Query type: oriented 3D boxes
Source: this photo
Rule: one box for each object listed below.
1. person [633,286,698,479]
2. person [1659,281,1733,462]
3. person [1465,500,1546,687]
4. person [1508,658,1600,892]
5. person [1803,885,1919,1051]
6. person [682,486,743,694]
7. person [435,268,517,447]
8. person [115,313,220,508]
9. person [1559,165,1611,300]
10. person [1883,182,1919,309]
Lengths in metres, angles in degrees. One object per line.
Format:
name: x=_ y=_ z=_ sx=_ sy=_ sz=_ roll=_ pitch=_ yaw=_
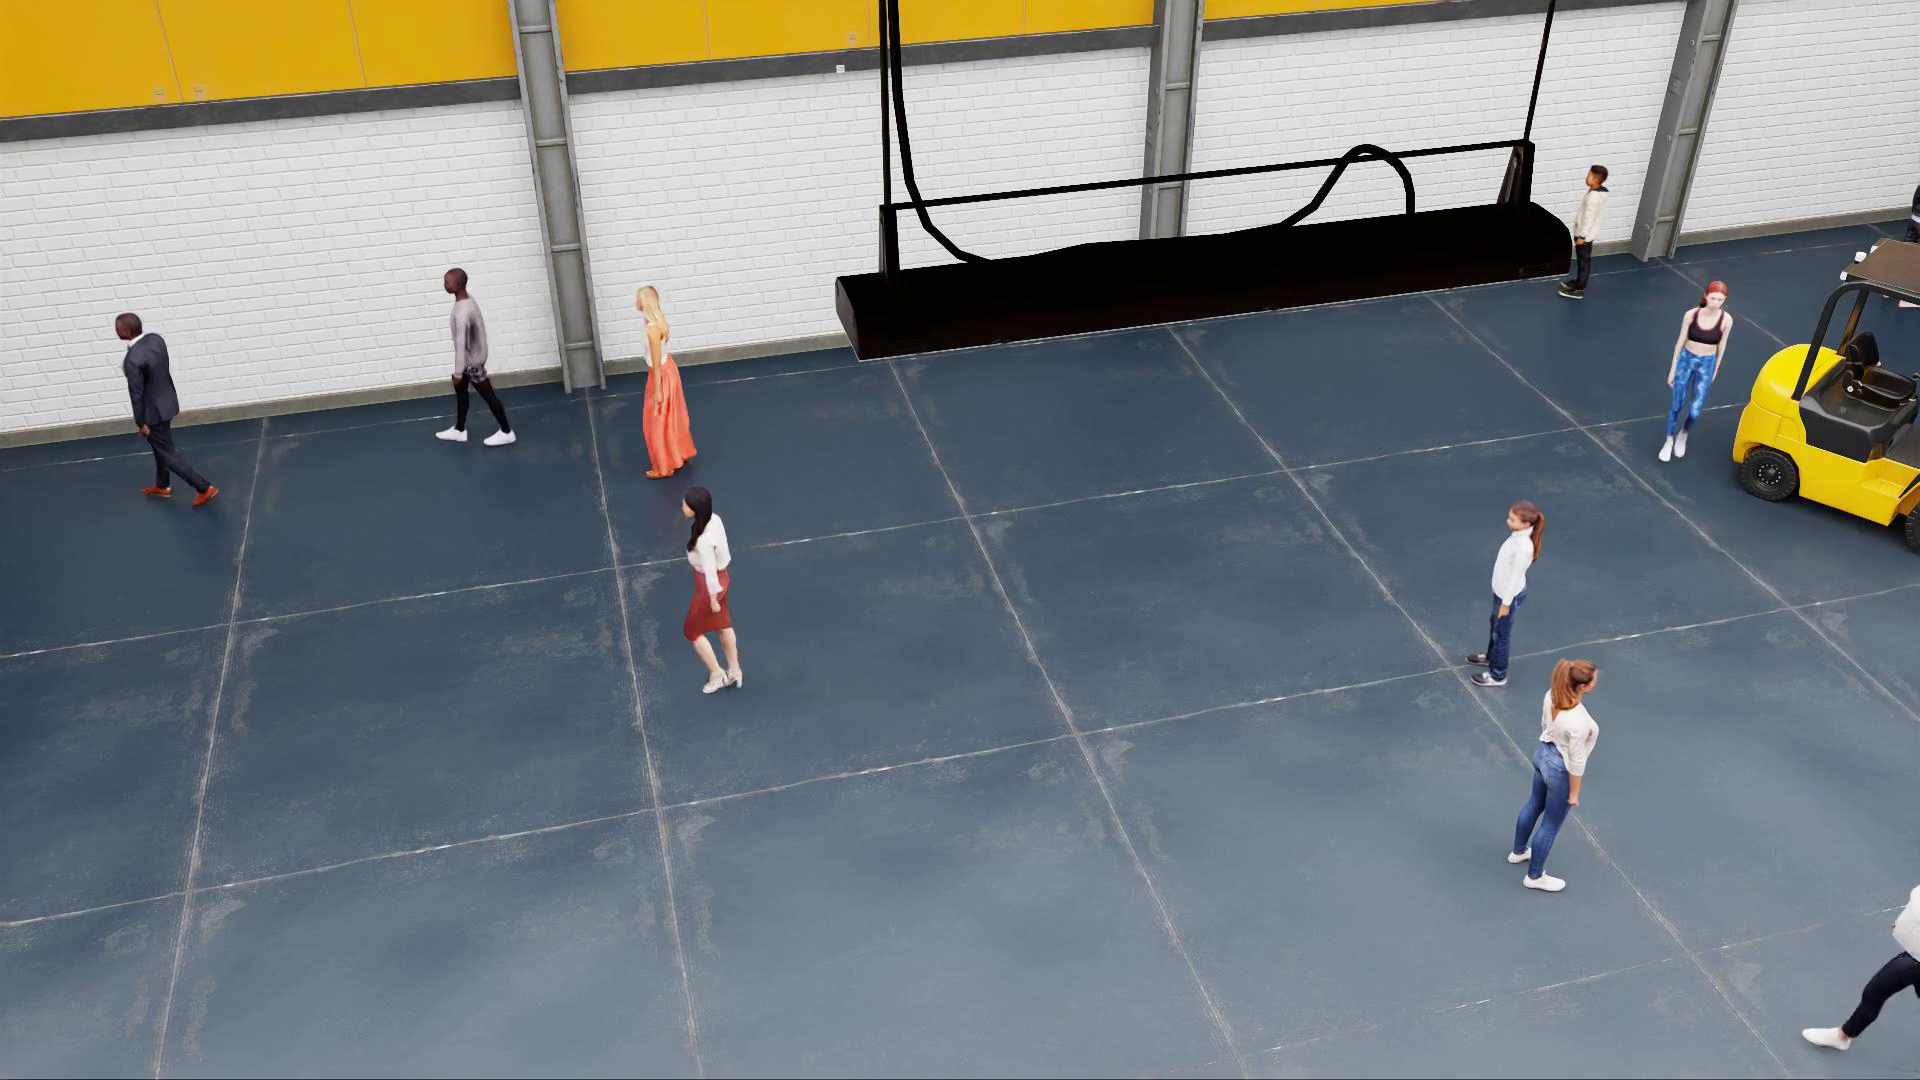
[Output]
person: x=-2.599 y=-1.401 z=14.565 sx=0.719 sy=1.798 sz=0.685 roll=-2 pitch=34 yaw=-3
person: x=6.518 y=-1.522 z=14.775 sx=0.706 sy=1.768 sz=0.765 roll=17 pitch=37 yaw=24
person: x=4.016 y=0.368 z=12.123 sx=0.654 sy=1.557 sz=0.610 roll=6 pitch=34 yaw=9
person: x=3.711 y=1.440 z=10.362 sx=0.572 sy=1.721 sz=0.634 roll=-4 pitch=34 yaw=-6
person: x=5.397 y=2.284 z=9.144 sx=1.208 sy=1.663 sz=1.018 roll=10 pitch=35 yaw=15
person: x=-1.702 y=0.372 z=11.951 sx=0.700 sy=1.740 sz=0.693 roll=2 pitch=34 yaw=3
person: x=-4.275 y=-1.630 z=14.956 sx=0.915 sy=1.748 sz=0.625 roll=-8 pitch=34 yaw=-12
person: x=-6.743 y=-1.087 z=14.079 sx=1.118 sy=1.813 sz=0.905 roll=1 pitch=34 yaw=2
person: x=6.693 y=-3.293 z=17.725 sx=0.692 sy=1.452 sz=0.656 roll=14 pitch=36 yaw=20
person: x=10.150 y=-3.328 z=17.492 sx=0.544 sy=1.767 sz=0.629 roll=-5 pitch=34 yaw=-8
